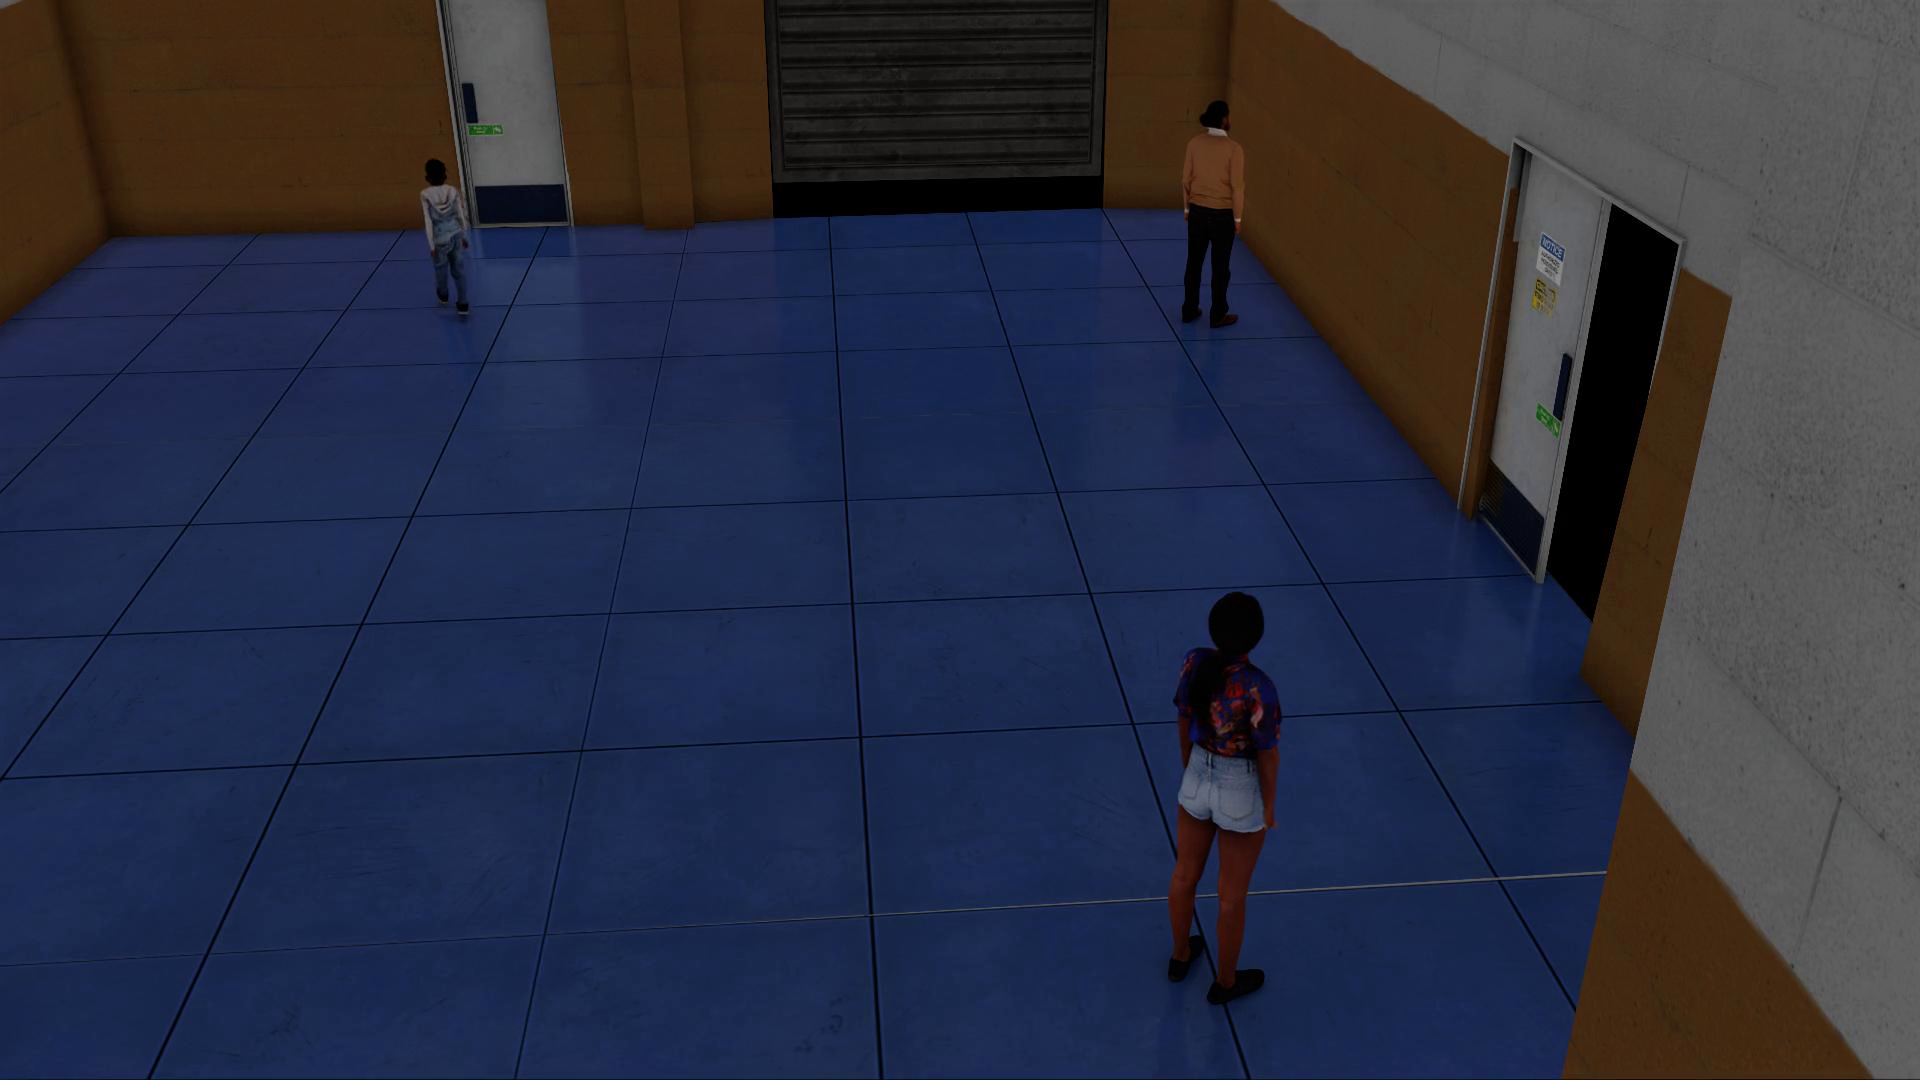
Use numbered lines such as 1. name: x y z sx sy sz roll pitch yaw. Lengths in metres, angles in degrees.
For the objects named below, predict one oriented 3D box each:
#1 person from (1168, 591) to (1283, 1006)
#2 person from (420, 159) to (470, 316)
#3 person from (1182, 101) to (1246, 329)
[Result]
1. person: 0.963 0.946 6.140 0.665 1.735 0.715 23 35 37
2. person: -4.085 -2.384 13.269 0.884 1.227 0.770 -14 30 -25
3. person: 1.965 -2.539 12.987 0.733 1.752 0.811 18 32 31
